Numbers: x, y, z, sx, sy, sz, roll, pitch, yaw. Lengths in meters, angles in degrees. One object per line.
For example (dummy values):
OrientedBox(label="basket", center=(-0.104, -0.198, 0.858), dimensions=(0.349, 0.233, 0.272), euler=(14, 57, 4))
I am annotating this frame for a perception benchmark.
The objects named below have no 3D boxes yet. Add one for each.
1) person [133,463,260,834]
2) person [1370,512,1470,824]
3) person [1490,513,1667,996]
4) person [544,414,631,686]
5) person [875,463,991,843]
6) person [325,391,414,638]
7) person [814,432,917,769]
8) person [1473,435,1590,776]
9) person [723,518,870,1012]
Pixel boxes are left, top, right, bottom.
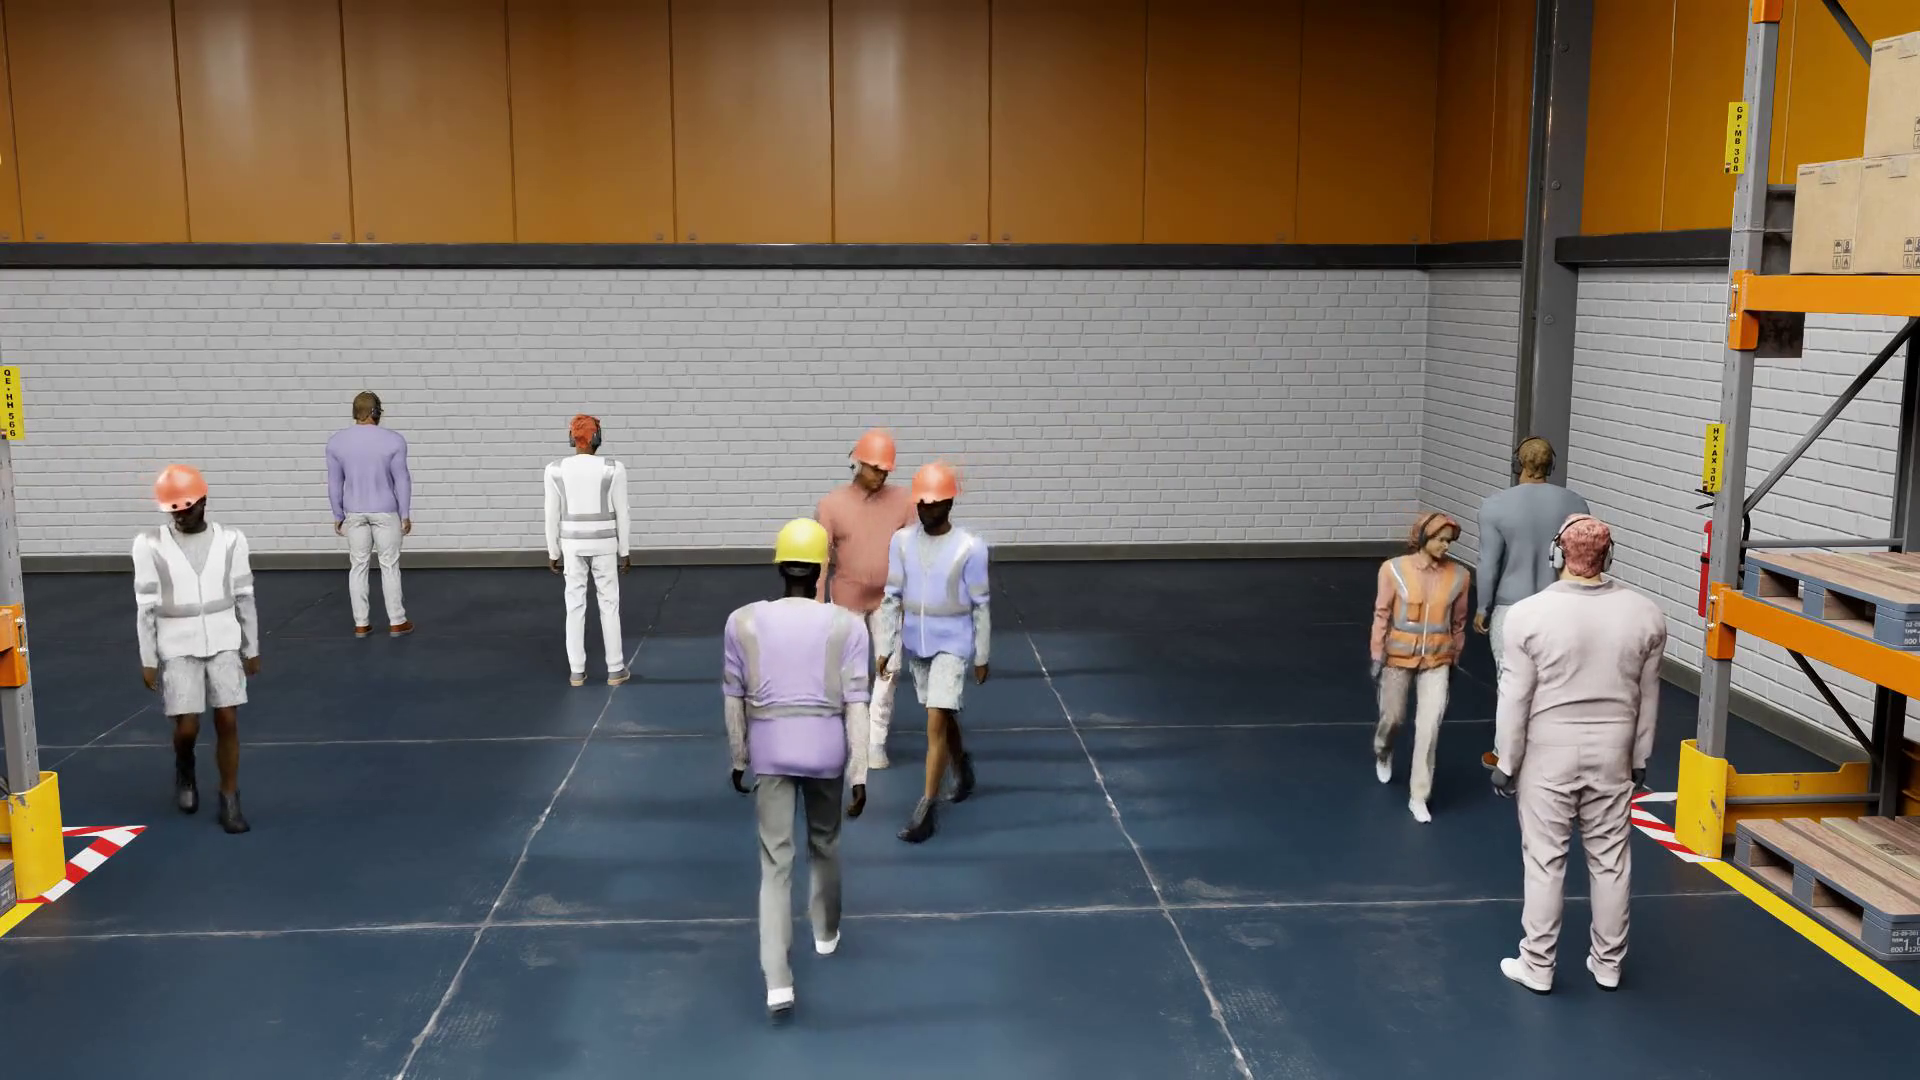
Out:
OrientedBox(label="person", center=(-3.856, 0.547, 8.450), dimensions=(0.569, 1.908, 0.498), euler=(-6, 11, -35))
OrientedBox(label="person", center=(2.420, 0.629, 8.852), dimensions=(0.524, 1.607, 0.701), euler=(1, 9, 4))
OrientedBox(label="person", center=(2.410, 0.846, 6.565), dimensions=(0.642, 1.910, 0.401), euler=(0, 9, -2))
OrientedBox(label="person", center=(-2.559, 0.073, 11.487), dimensions=(0.575, 1.886, 0.362), euler=(0, 9, -2))
OrientedBox(label="person", center=(-0.112, 0.532, 8.631), dimensions=(0.552, 1.892, 1.001), euler=(5, 10, 29))
OrientedBox(label="person", center=(-4.607, -0.194, 13.022), dimensions=(0.629, 1.933, 0.379), euler=(0, 9, -2))
OrientedBox(label="person", center=(-0.545, 0.344, 9.568), dimensions=(0.673, 1.950, 0.540), euler=(-3, 9, -17))
OrientedBox(label="person", center=(3.212, 0.376, 9.416), dimensions=(0.629, 1.940, 0.379), euler=(0, 9, -2))
OrientedBox(label="person", center=(-0.647, 0.867, 6.583), dimensions=(0.590, 1.882, 0.983), euler=(0, 9, -2))
